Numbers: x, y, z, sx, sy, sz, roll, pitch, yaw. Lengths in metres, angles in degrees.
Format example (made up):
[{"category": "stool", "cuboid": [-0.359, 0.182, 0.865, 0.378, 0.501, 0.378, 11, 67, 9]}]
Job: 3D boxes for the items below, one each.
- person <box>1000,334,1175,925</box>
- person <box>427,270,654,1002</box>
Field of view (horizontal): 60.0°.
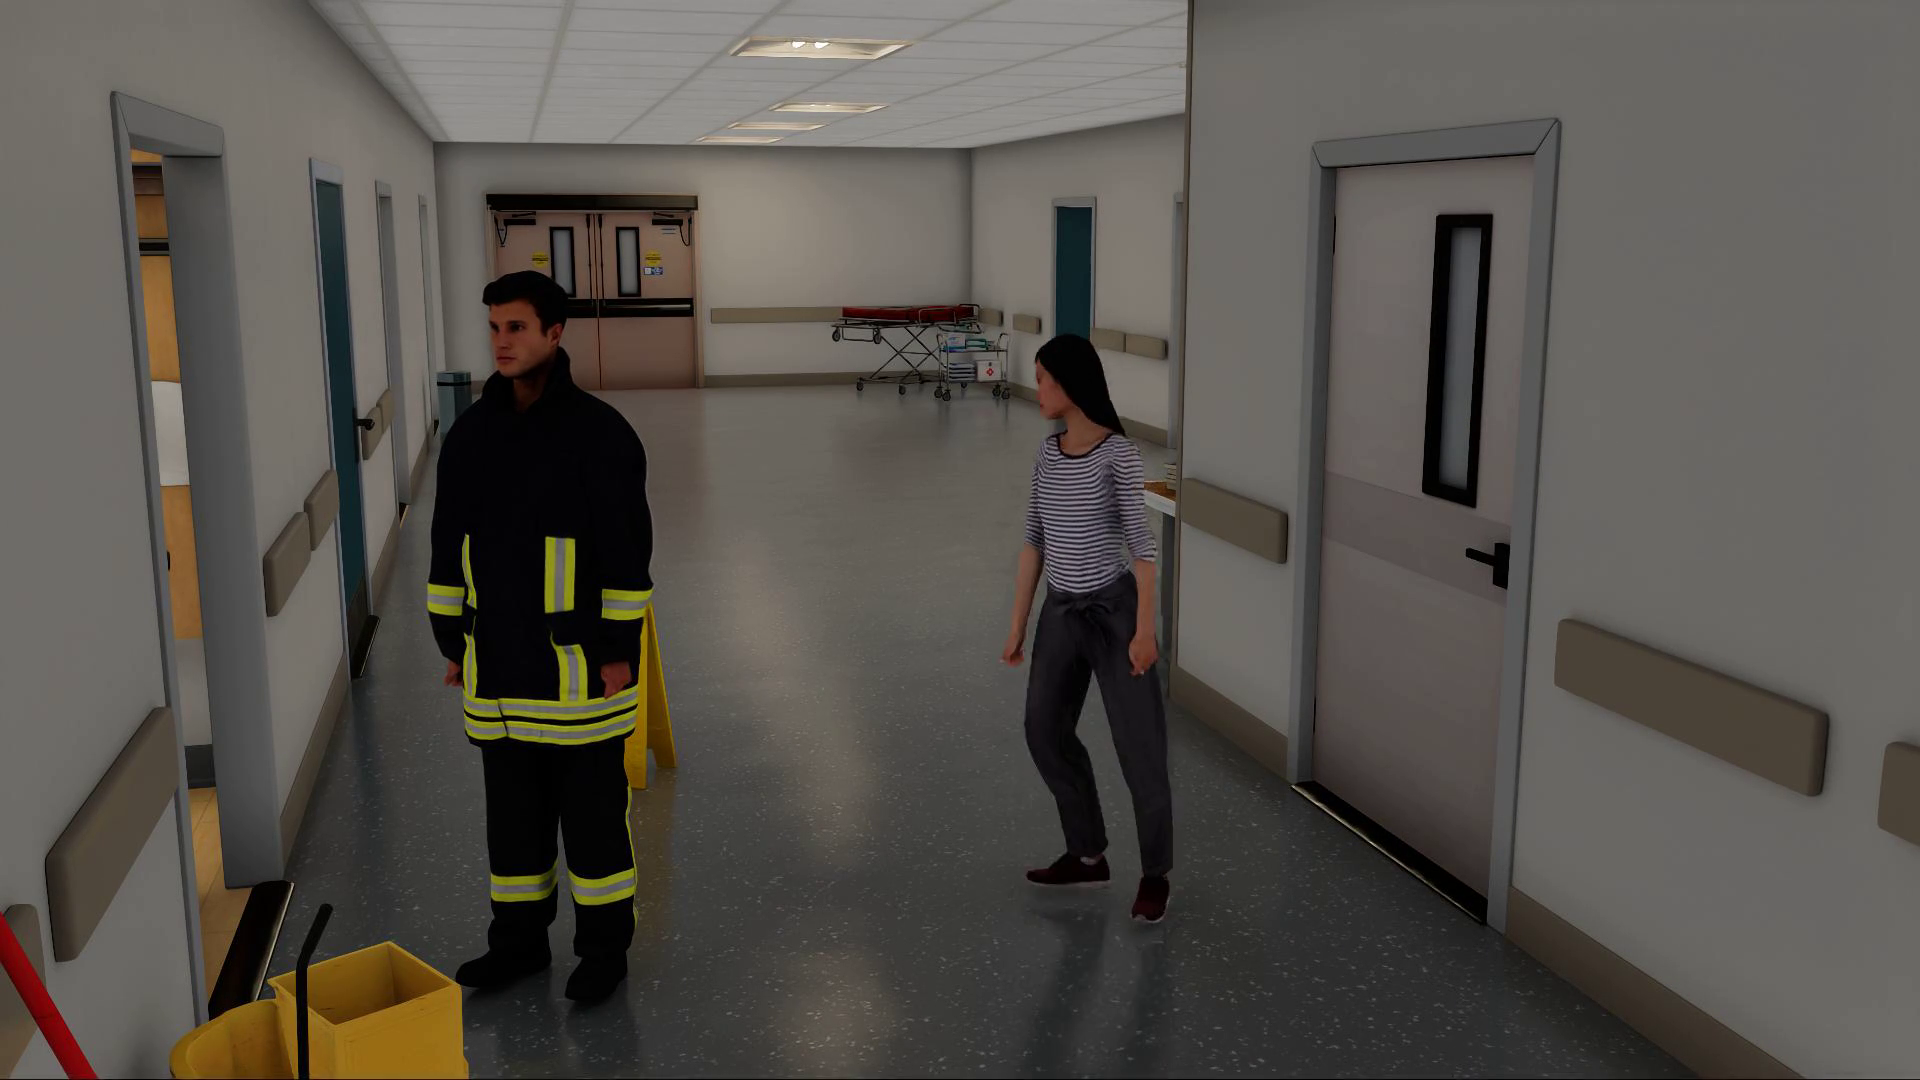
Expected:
[{"category": "person", "cuboid": [0.408, 0.259, 4.928, 0.690, 1.707, 0.826, 7, 13, 32]}, {"category": "person", "cuboid": [-1.087, 0.252, 4.373, 0.886, 1.928, 0.875, 3, 11, 15]}]
